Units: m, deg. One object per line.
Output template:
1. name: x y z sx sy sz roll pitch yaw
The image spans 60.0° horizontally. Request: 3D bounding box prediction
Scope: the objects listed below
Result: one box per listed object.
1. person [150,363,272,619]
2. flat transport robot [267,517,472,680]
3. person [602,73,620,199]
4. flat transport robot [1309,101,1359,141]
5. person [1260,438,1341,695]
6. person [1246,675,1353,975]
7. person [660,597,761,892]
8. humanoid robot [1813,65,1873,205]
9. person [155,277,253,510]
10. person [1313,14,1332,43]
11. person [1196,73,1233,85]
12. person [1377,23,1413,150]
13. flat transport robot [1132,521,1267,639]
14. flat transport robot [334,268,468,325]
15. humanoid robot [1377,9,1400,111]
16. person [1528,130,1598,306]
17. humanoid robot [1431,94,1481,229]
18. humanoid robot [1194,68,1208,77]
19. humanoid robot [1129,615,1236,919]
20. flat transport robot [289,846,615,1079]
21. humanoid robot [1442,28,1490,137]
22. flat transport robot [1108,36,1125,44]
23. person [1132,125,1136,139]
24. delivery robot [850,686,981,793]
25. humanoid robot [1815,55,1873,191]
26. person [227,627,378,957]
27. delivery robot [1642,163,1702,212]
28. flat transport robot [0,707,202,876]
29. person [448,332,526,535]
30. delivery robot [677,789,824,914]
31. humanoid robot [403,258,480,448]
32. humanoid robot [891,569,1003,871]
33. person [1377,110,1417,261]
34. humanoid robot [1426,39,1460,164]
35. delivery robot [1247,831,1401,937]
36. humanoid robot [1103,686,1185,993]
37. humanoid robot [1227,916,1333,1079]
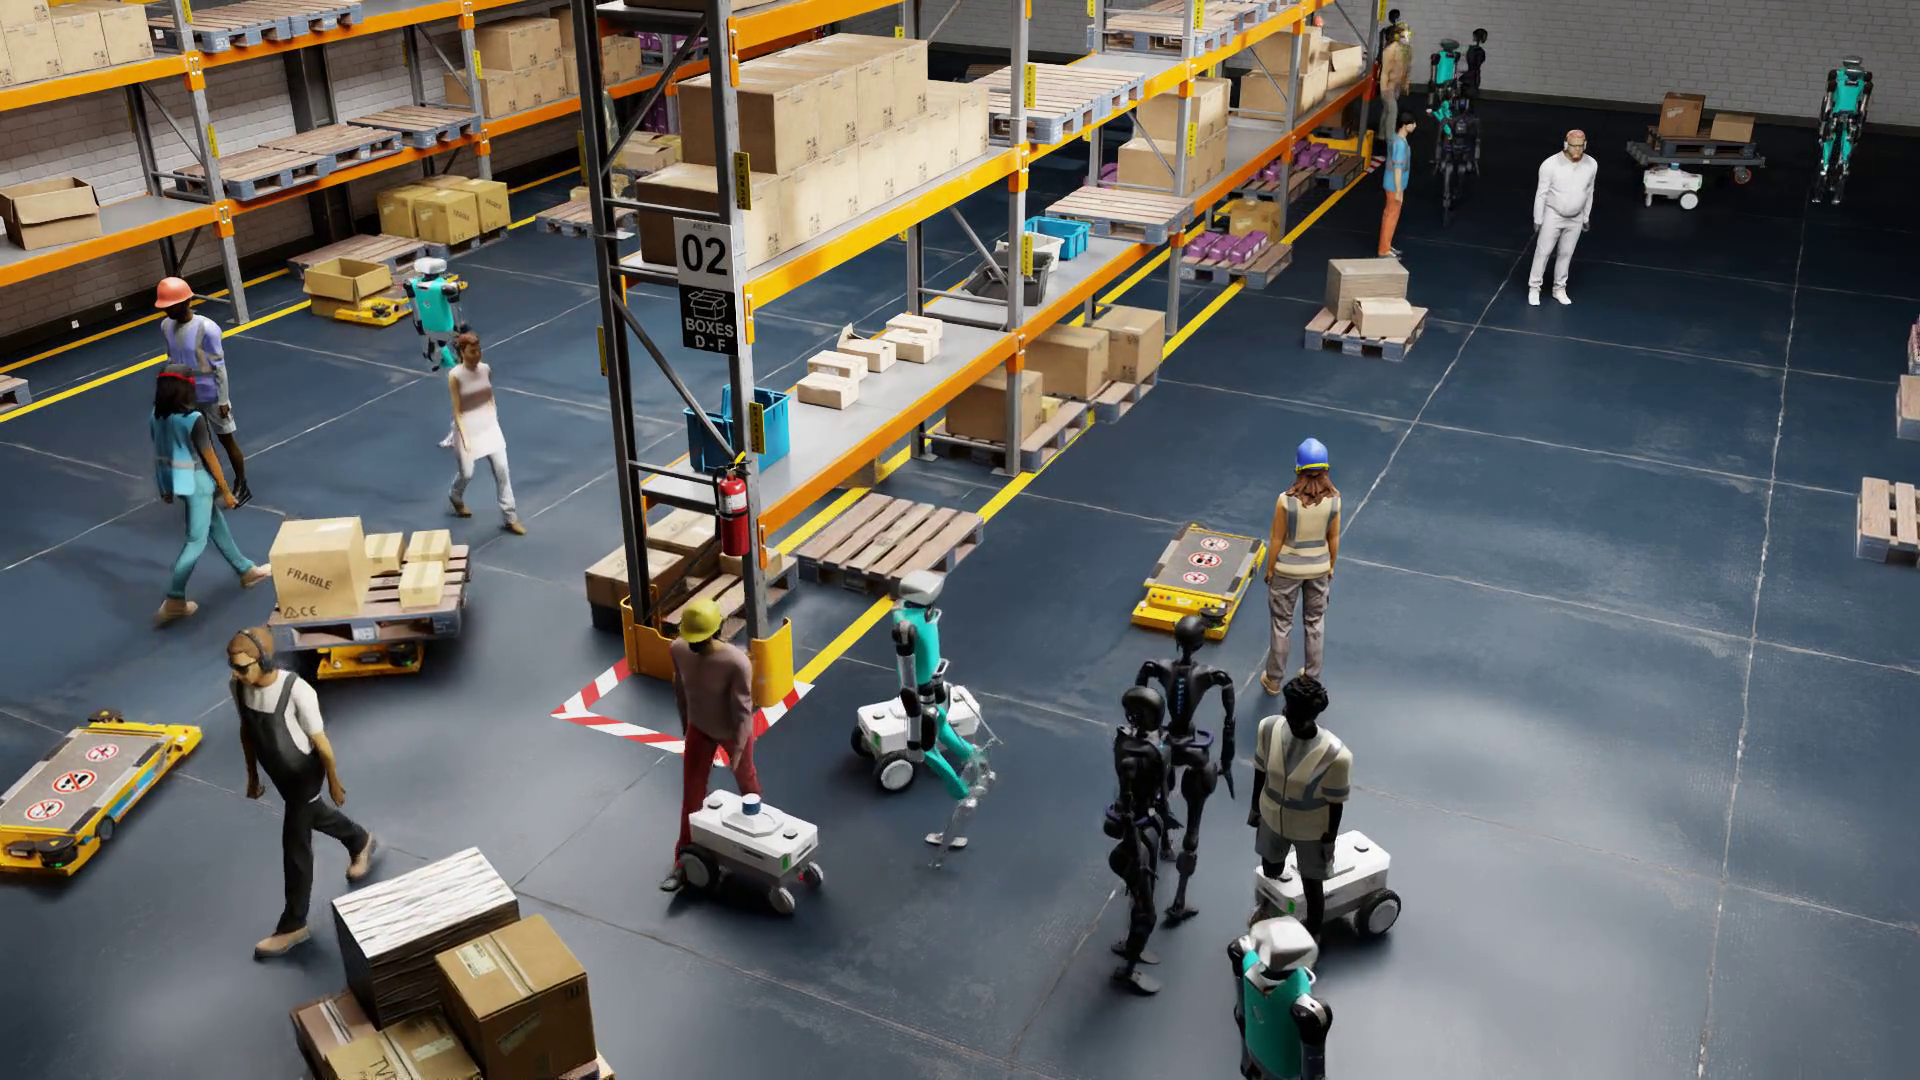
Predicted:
1. person: -5.455 -0.366 11.776 0.554 1.821 0.966 16 30 28
2. flat transport robot: -4.069 0.535 11.697 0.659 0.231 1.431 -4 27 -9
3. person: -4.581 -5.088 21.284 0.466 1.840 0.585 -3 27 -6
4. flat transport robot: 5.325 -5.990 24.878 1.431 0.231 0.659 10 28 19
5. person: 2.196 0.183 10.719 0.456 1.768 0.333 -4 27 -8
6. person: 1.677 1.410 8.328 0.534 1.693 0.320 21 33 36
7. person: -1.346 1.073 8.964 0.531 1.719 0.893 9 28 17
8. humanoid robot: 11.497 -5.241 21.706 0.530 1.770 0.701 9 28 18
9. person: -6.064 -1.165 13.266 0.540 1.931 0.382 8 28 16
10. person: 5.508 -7.230 25.726 0.570 1.728 0.715 -13 29 -24
11. person: 4.413 -8.820 28.775 0.711 1.882 0.524 0 26 0
12. person: 6.419 -6.672 24.508 0.567 1.832 0.766 -20 32 -34
13. flat transport robot: 1.780 0.279 12.214 0.659 0.231 1.431 10 28 19
14. flat transport robot: -6.097 -2.671 18.174 0.659 0.231 1.431 10 28 19
15. humanoid robot: 6.976 -7.649 26.640 0.584 1.638 0.490 -12 29 -22
16. person: 6.507 -3.467 17.938 0.651 1.905 0.405 -3 26 -6
17. humanoid robot: 6.237 -4.775 20.915 0.585 1.650 0.778 3 26 6
18. humanoid robot: 3.579 -6.316 24.005 0.592 1.645 0.717 20 33 35
19. humanoid robot: 1.169 1.176 8.877 0.616 1.626 0.769 7 27 13
20. flat transport robot: -2.388 2.549 7.630 1.431 0.231 0.659 -18 32 -32
21. humanoid robot: 7.756 -6.895 25.159 0.768 1.627 0.587 1 26 1
22. flat transport robot: 2.844 -7.684 28.299 1.431 0.231 0.659 21 33 36
23. person: 2.700 -6.549 24.289 0.455 1.802 0.611 -6 27 -12
24. delivery robot: -0.255 1.149 10.120 0.776 0.580 0.499 -10 28 -20
25. humanoid robot: 11.809 -5.550 22.331 0.530 1.798 0.628 12 29 23
26. person: -3.439 1.188 8.668 0.512 1.802 0.947 12 29 24
27. delivery robot: 9.356 -4.643 21.826 0.758 0.586 0.512 8 28 17
28. flat transport robot: -5.161 1.467 9.814 0.659 0.231 1.431 3 26 6
29. person: -3.790 -0.860 12.970 0.782 1.624 0.416 24 35 39
30. delivery robot: -1.157 1.661 9.121 0.790 0.614 0.499 15 30 28
31. humanoid robot: -4.354 -1.684 14.571 0.530 1.758 0.987 10 28 20
32. humanoid robot: -0.026 1.027 9.096 0.662 1.842 0.537 6 27 11
33. person: 5.123 -4.156 19.496 0.332 1.759 0.499 4 27 8
34. humanoid robot: 6.933 -6.110 23.504 0.532 1.828 0.697 -17 31 -31
35. delivery robot: 1.917 1.830 8.776 0.811 0.609 0.499 -14 30 -26
36. humanoid robot: 0.938 1.449 8.261 0.402 1.657 0.603 11 29 22
37. humanoid robot: 1.424 2.191 6.689 0.997 1.725 0.532 -13 29 -25
